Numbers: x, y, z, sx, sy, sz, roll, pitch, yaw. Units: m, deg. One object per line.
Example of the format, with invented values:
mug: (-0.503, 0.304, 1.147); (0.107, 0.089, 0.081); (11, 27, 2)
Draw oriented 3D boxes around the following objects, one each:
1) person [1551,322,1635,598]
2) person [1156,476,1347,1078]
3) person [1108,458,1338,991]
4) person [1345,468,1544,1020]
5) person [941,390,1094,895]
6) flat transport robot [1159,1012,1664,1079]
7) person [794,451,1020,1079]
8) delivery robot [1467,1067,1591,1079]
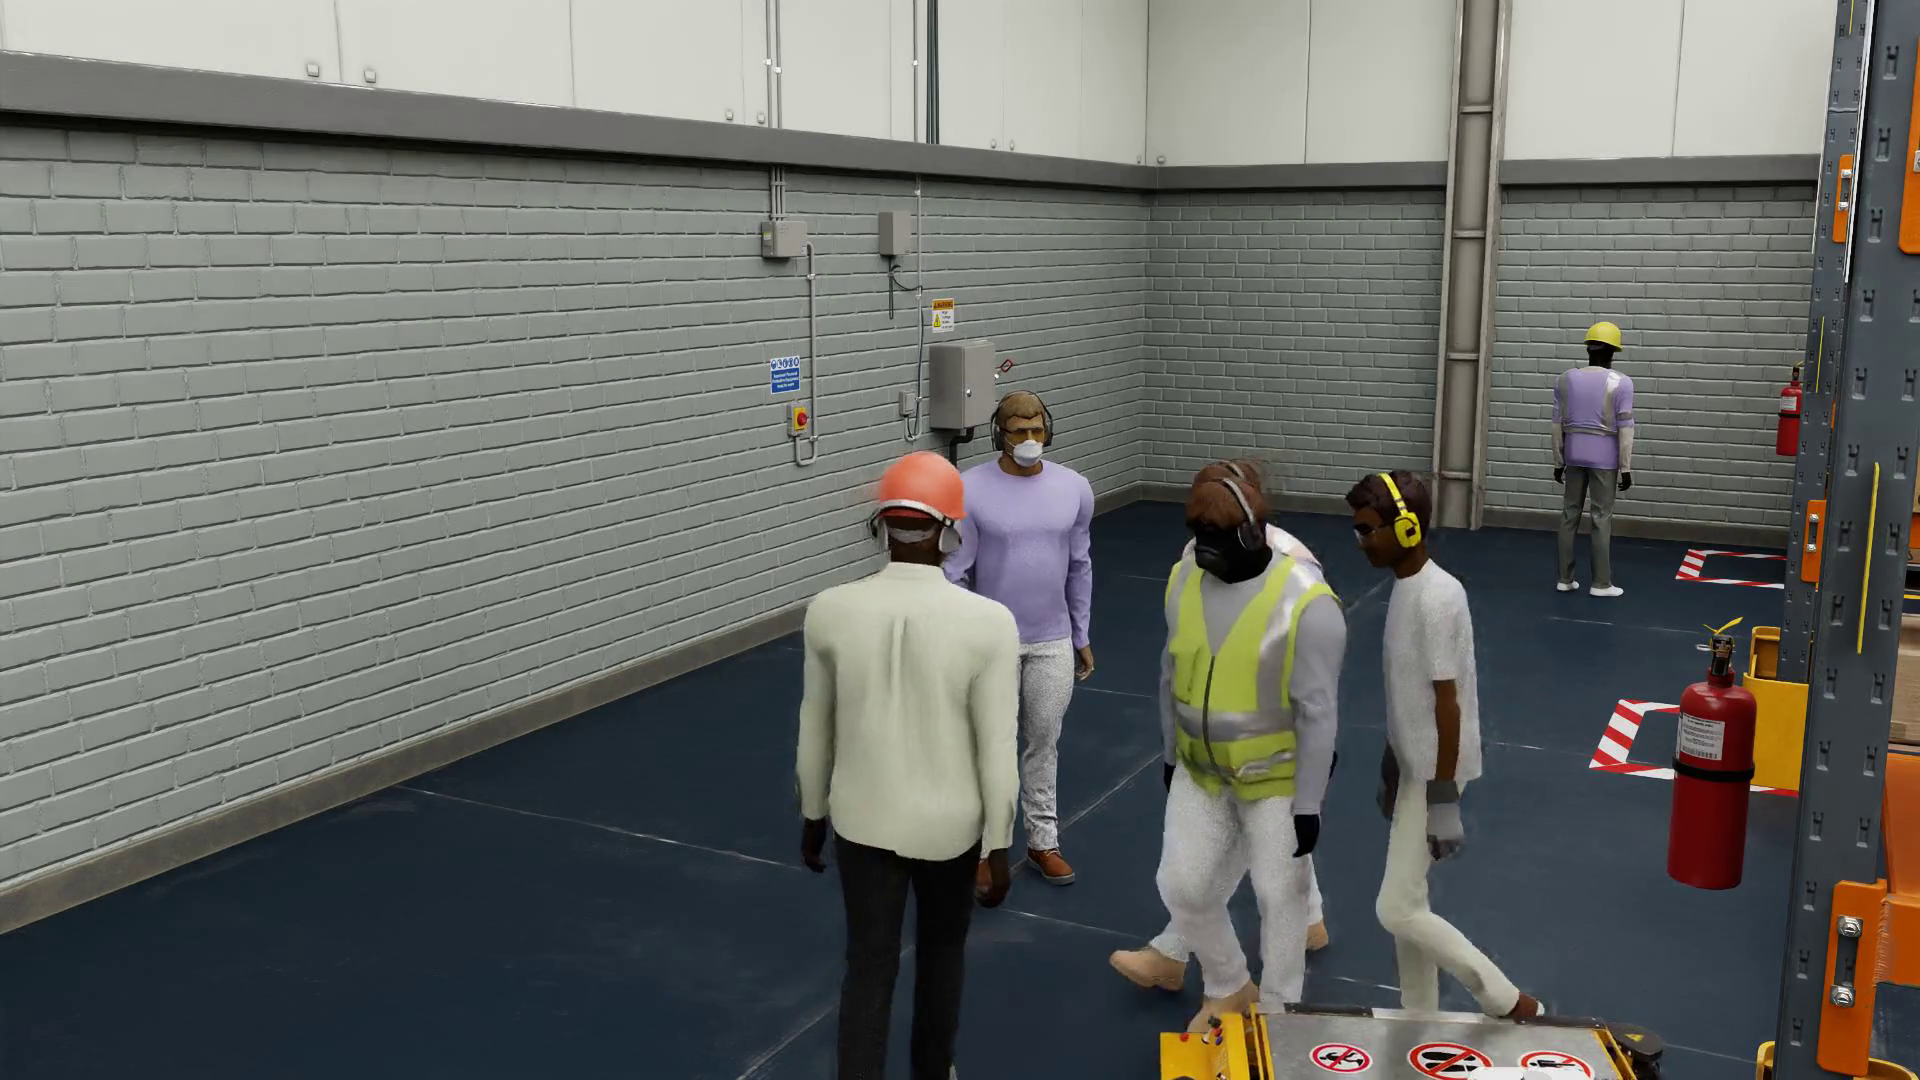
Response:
person: (4.418, -0.556, 11.614); (0.379, 1.918, 0.585); (-9, 14, -41)
person: (0.854, 0.705, 5.003); (0.666, 1.816, 0.434); (10, 14, 42)
person: (0.907, 0.619, 5.575); (0.990, 1.785, 0.648); (-5, 11, -25)
person: (1.389, 0.711, 4.913); (0.553, 1.837, 0.583); (1, 10, 6)
person: (0.226, 0.390, 6.394); (0.635, 1.939, 0.362); (-4, 11, -20)
flat transport robot: (1.282, 1.546, 4.644); (1.431, 0.197, 0.652); (1, 10, 6)
person: (-0.159, 0.753, 4.400); (0.632, 1.957, 0.892); (2, 11, 11)
delivery robot: (1.426, 1.496, 3.887); (0.477, 0.478, 0.707); (0, 10, 1)
